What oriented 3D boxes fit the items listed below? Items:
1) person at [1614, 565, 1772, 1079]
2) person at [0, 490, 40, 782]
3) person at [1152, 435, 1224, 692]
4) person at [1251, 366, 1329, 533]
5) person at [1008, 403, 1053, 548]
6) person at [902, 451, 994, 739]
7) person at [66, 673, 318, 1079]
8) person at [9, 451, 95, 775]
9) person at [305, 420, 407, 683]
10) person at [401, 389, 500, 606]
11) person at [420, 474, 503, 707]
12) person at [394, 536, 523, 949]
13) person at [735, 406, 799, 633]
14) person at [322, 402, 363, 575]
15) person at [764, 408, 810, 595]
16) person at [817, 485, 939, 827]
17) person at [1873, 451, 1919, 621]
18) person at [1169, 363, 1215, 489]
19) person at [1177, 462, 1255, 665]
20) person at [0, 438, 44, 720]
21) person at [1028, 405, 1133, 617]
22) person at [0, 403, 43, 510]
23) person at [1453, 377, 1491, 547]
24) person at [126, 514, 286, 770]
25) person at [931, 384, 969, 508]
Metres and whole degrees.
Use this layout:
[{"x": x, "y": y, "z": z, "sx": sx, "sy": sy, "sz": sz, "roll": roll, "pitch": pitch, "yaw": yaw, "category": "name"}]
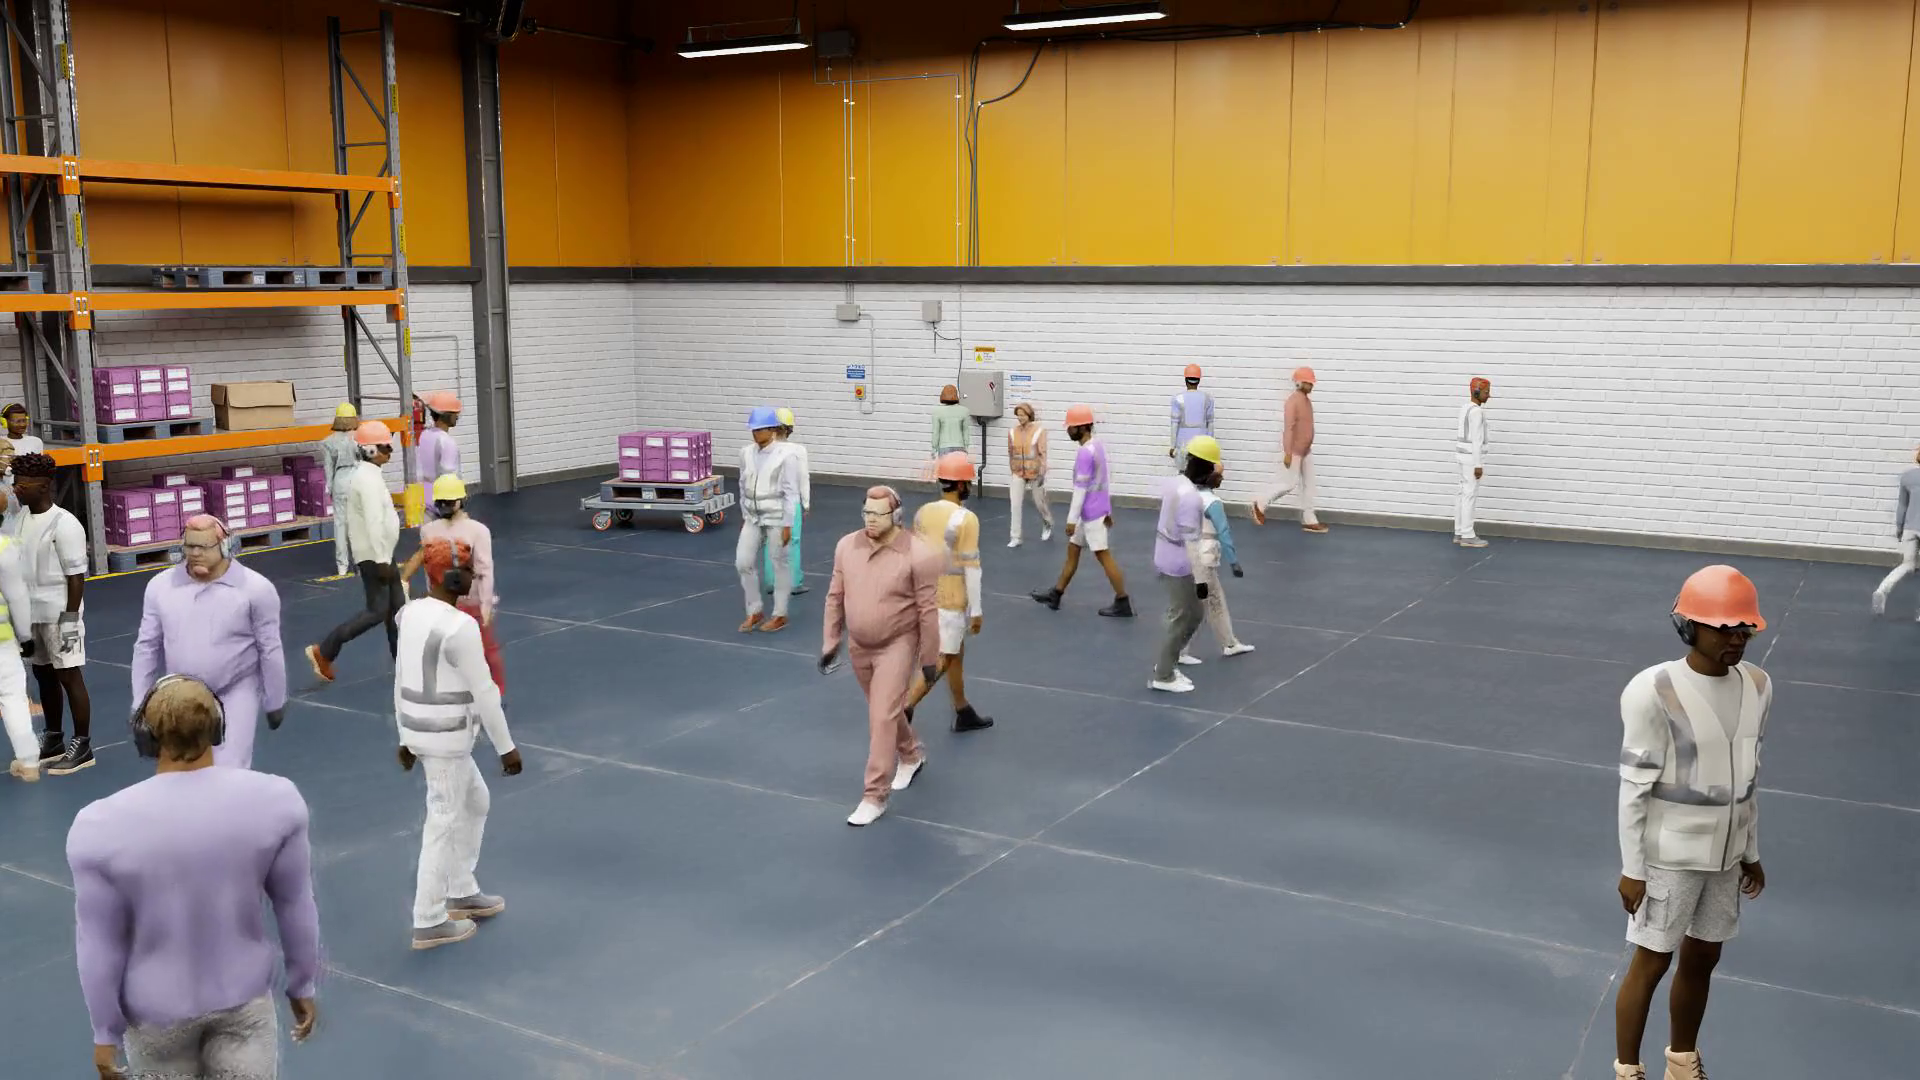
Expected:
[{"x": 2.582, "y": 1.090, "z": 5.813, "sx": 0.615, "sy": 2.040, "sz": 0.391, "roll": -4, "pitch": 10, "yaw": -21, "category": "person"}, {"x": -5.809, "y": 0.571, "z": 9.788, "sx": 0.654, "sy": 1.810, "sz": 0.472, "roll": 0, "pitch": 9, "yaw": 3, "category": "person"}, {"x": 1.619, "y": 0.186, "z": 11.934, "sx": 0.509, "sy": 1.882, "sz": 0.625, "roll": 0, "pitch": 9, "yaw": 0, "category": "person"}, {"x": 3.904, "y": -1.072, "z": 19.561, "sx": 0.855, "sy": 1.970, "sz": 0.628, "roll": 6, "pitch": 11, "yaw": 35, "category": "person"}, {"x": 0.793, "y": -0.745, "z": 18.626, "sx": 0.513, "sy": 1.606, "sz": 0.768, "roll": 4, "pitch": 10, "yaw": 25, "category": "person"}, {"x": -0.147, "y": 0.382, "z": 10.707, "sx": 0.931, "sy": 1.906, "sz": 0.555, "roll": -7, "pitch": 12, "yaw": -38, "category": "person"}, {"x": -2.136, "y": 1.328, "z": 4.731, "sx": 0.633, "sy": 1.918, "sz": 0.778, "roll": -6, "pitch": 11, "yaw": -34, "category": "person"}, {"x": -5.550, "y": 0.438, "z": 10.116, "sx": 0.605, "sy": 1.966, "sz": 0.367, "roll": 5, "pitch": 10, "yaw": 30, "category": "person"}, {"x": -4.351, "y": 0.103, "z": 12.210, "sx": 0.836, "sy": 1.974, "sz": 0.623, "roll": -3, "pitch": 9, "yaw": -15, "category": "person"}, {"x": -4.659, "y": -0.340, "z": 14.847, "sx": 0.606, "sy": 2.014, "sz": 0.978, "roll": 9, "pitch": 13, "yaw": 44, "category": "person"}, {"x": -3.331, "y": 0.409, "z": 11.093, "sx": 0.541, "sy": 1.716, "sz": 0.926, "roll": 1, "pitch": 9, "yaw": 9, "category": "person"}, {"x": -2.257, "y": 0.901, "z": 7.539, "sx": 0.652, "sy": 1.861, "sz": 0.570, "roll": -7, "pitch": 12, "yaw": -38, "category": "person"}, {"x": -1.661, "y": -0.155, "z": 13.924, "sx": 0.644, "sy": 1.926, "sz": 0.612, "roll": 5, "pitch": 11, "yaw": 31, "category": "person"}, {"x": -6.139, "y": -0.514, "z": 16.760, "sx": 0.486, "sy": 1.743, "sz": 0.299, "roll": -1, "pitch": 9, "yaw": -5, "category": "person"}, {"x": -1.671, "y": -0.361, "z": 15.731, "sx": 0.535, "sy": 1.767, "sz": 0.316, "roll": 2, "pitch": 9, "yaw": 12, "category": "person"}, {"x": -0.418, "y": 0.598, "z": 9.463, "sx": 0.644, "sy": 1.866, "sz": 0.965, "roll": 6, "pitch": 11, "yaw": 32, "category": "person"}, {"x": 8.297, "y": -0.071, "z": 14.415, "sx": 0.611, "sy": 1.614, "sz": 0.506, "roll": -4, "pitch": 10, "yaw": -23, "category": "person"}, {"x": 2.832, "y": -1.194, "z": 20.391, "sx": 0.552, "sy": 1.937, "sz": 0.356, "roll": -1, "pitch": 9, "yaw": -7, "category": "person"}, {"x": 1.988, "y": 0.177, "z": 12.868, "sx": 0.805, "sy": 1.604, "sz": 0.516, "roll": -1, "pitch": 9, "yaw": -8, "category": "person"}, {"x": -6.559, "y": 0.254, "z": 11.365, "sx": 0.628, "sy": 1.936, "sz": 0.377, "roll": 8, "pitch": 12, "yaw": 43, "category": "person"}, {"x": 1.104, "y": -0.252, "z": 14.720, "sx": 0.987, "sy": 1.874, "sz": 0.556, "roll": 2, "pitch": 9, "yaw": 14, "category": "person"}, {"x": -8.570, "y": -0.317, "z": 15.190, "sx": 0.322, "sy": 1.856, "sz": 0.512, "roll": 7, "pitch": 11, "yaw": 36, "category": "person"}, {"x": 5.718, "y": -0.873, "z": 18.555, "sx": 0.362, "sy": 1.886, "sz": 0.575, "roll": 1, "pitch": 9, "yaw": 4, "category": "person"}, {"x": -3.735, "y": 0.795, "z": 8.261, "sx": 0.660, "sy": 1.852, "sz": 1.010, "roll": 0, "pitch": 9, "yaw": 2, "category": "person"}, {"x": -0.124, "y": -1.149, "z": 21.056, "sx": 0.501, "sy": 1.633, "sz": 0.285, "roll": -3, "pitch": 9, "yaw": -15, "category": "person"}]
